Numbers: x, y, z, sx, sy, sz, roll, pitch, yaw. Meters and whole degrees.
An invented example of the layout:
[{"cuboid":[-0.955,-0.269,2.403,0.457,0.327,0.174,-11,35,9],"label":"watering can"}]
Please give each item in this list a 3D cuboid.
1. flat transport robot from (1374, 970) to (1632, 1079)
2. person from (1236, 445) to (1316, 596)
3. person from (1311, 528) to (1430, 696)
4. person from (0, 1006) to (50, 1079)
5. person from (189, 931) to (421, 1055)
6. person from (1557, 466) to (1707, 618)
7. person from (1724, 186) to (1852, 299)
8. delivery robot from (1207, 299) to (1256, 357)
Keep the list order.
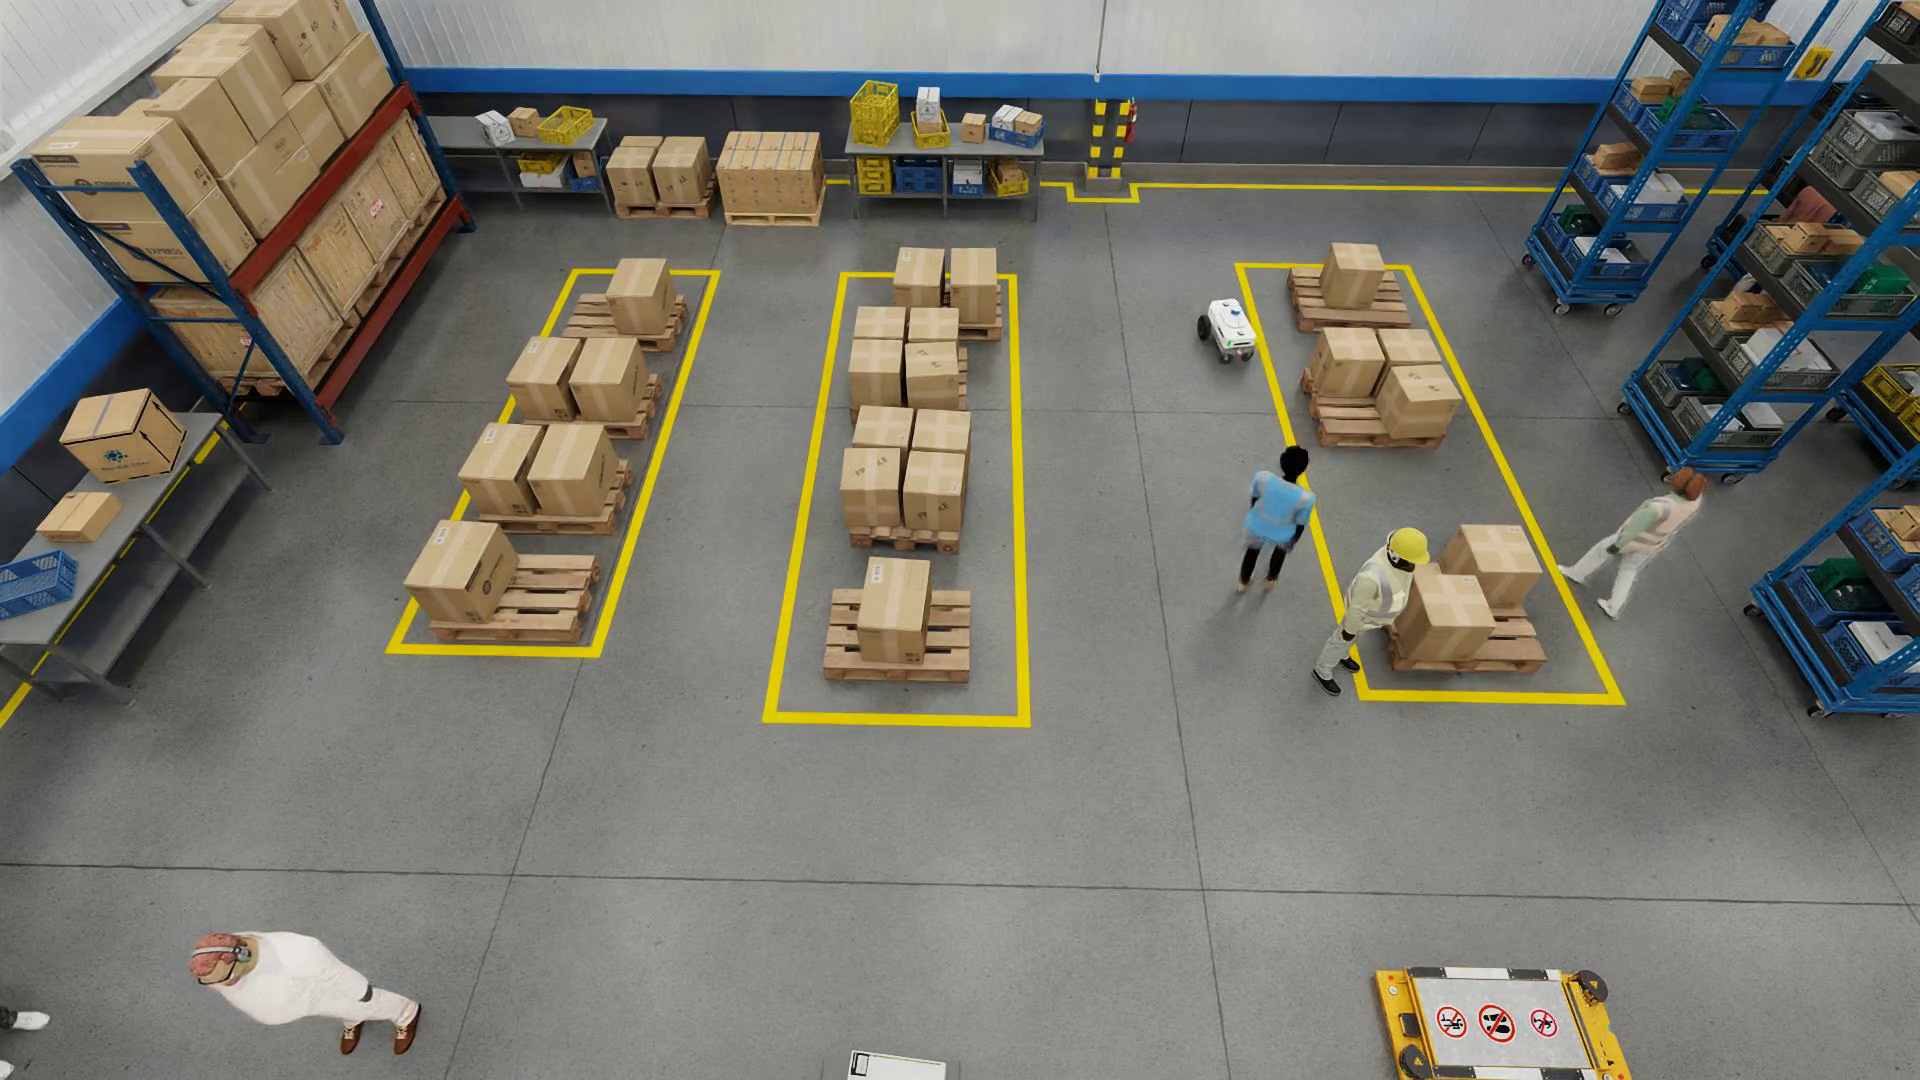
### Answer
[{"cuboid":[3.501,3.133,5.914,1.431,0.197,0.652,1,51,1],"label":"flat transport robot"},{"cuboid":[2.629,-0.165,7.696,0.542,1.679,0.476,24,55,18],"label":"person"},{"cuboid":[3.148,0.532,7.034,0.590,1.833,0.404,-36,59,-26],"label":"person"},{"cuboid":[-6.209,2.714,5.211,0.407,1.907,0.597,4,51,4],"label":"person"},{"cuboid":[-3.767,2.623,5.291,0.651,1.899,0.400,1,51,1],"label":"person"},{"cuboid":[5.672,-0.012,7.632,0.548,1.619,0.691,-7,51,-6],"label":"person"},{"cuboid":[9.055,-3.157,9.947,0.410,1.980,0.629,-19,53,-15],"label":"person"},{"cuboid":[3.011,-2.369,10.159,0.477,0.478,0.707,-6,51,-5],"label":"delivery robot"}]
